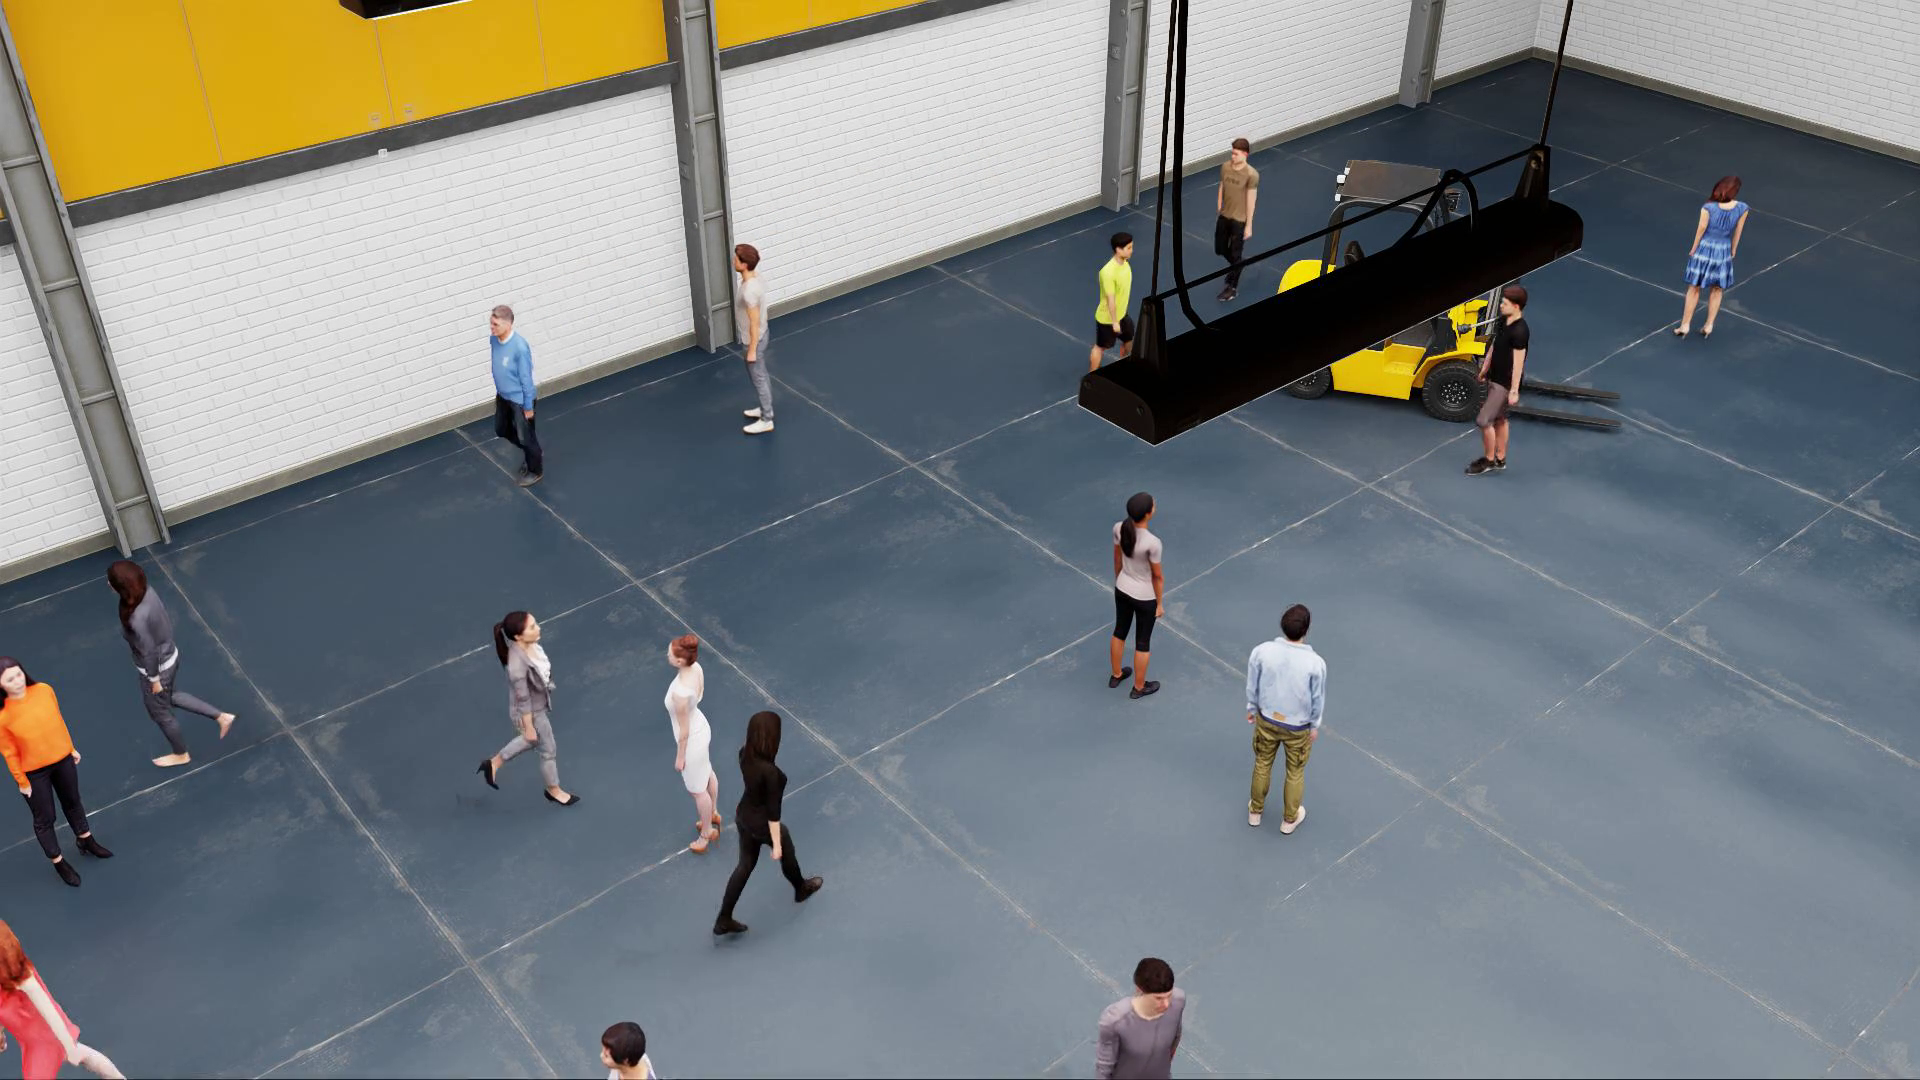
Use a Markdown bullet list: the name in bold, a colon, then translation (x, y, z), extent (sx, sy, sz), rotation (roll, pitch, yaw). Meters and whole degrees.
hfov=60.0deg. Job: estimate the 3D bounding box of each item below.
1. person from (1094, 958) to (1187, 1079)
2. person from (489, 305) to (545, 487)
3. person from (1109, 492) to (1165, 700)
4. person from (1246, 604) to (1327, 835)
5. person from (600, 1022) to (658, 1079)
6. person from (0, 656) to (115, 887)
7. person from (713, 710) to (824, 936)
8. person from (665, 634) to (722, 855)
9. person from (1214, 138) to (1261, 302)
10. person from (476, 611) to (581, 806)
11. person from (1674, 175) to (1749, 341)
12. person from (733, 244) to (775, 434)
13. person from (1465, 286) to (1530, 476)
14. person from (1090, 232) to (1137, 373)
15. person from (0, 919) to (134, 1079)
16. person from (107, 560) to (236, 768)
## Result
- **person**: translation (0.878, 2.805, 8.789), extent (1.210, 1.800, 1.036), rotation (-10, 35, -15)
- **person**: translation (-3.947, -1.347, 15.033), extent (0.738, 1.803, 0.720), rotation (24, 41, 32)
- **person**: translation (1.314, 0.406, 12.445), extent (0.559, 1.748, 0.618), rotation (-29, 43, -36)
- **person**: translation (2.180, 1.208, 11.182), extent (0.753, 1.812, 0.722), rotation (15, 36, 21)
- **person**: translation (-1.562, 3.050, 8.666), extent (1.023, 1.528, 0.713), rotation (-17, 37, -23)
- **person**: translation (-5.975, 1.475, 10.839), extent (0.762, 1.745, 0.644), rotation (13, 36, 19)
- **person**: translation (-1.326, 1.827, 10.442), extent (1.077, 1.598, 0.657), rotation (-26, 42, -34)
- **person**: translation (-1.755, 1.341, 10.998), extent (0.680, 1.793, 0.619), rotation (3, 34, 4)
- **person**: translation (3.099, -3.559, 18.327), extent (0.715, 1.839, 0.851), rotation (29, 43, 36)
- **person**: translation (-3.014, 1.179, 11.363), extent (1.033, 1.658, 0.902), rotation (-4, 34, -6)
- **person**: translation (7.890, -2.965, 17.465), extent (0.746, 1.805, 0.812), rotation (2, 34, 3)
- **person**: translation (-1.954, -1.923, 15.815), extent (0.762, 1.896, 0.742), rotation (-2, 34, -2)
- **person**: translation (5.041, -1.441, 15.132), extent (0.884, 1.849, 0.842), rotation (-1, 34, -1)
- **person**: translation (1.438, -2.275, 16.533), extent (0.826, 1.688, 0.815), rotation (19, 38, 26)
- **person**: translation (-4.880, 2.650, 9.037), extent (0.754, 1.783, 1.132), rotation (24, 41, 32)
- **person**: translation (-5.586, 0.853, 11.764), extent (0.955, 1.758, 0.828), rotation (-7, 34, -11)
